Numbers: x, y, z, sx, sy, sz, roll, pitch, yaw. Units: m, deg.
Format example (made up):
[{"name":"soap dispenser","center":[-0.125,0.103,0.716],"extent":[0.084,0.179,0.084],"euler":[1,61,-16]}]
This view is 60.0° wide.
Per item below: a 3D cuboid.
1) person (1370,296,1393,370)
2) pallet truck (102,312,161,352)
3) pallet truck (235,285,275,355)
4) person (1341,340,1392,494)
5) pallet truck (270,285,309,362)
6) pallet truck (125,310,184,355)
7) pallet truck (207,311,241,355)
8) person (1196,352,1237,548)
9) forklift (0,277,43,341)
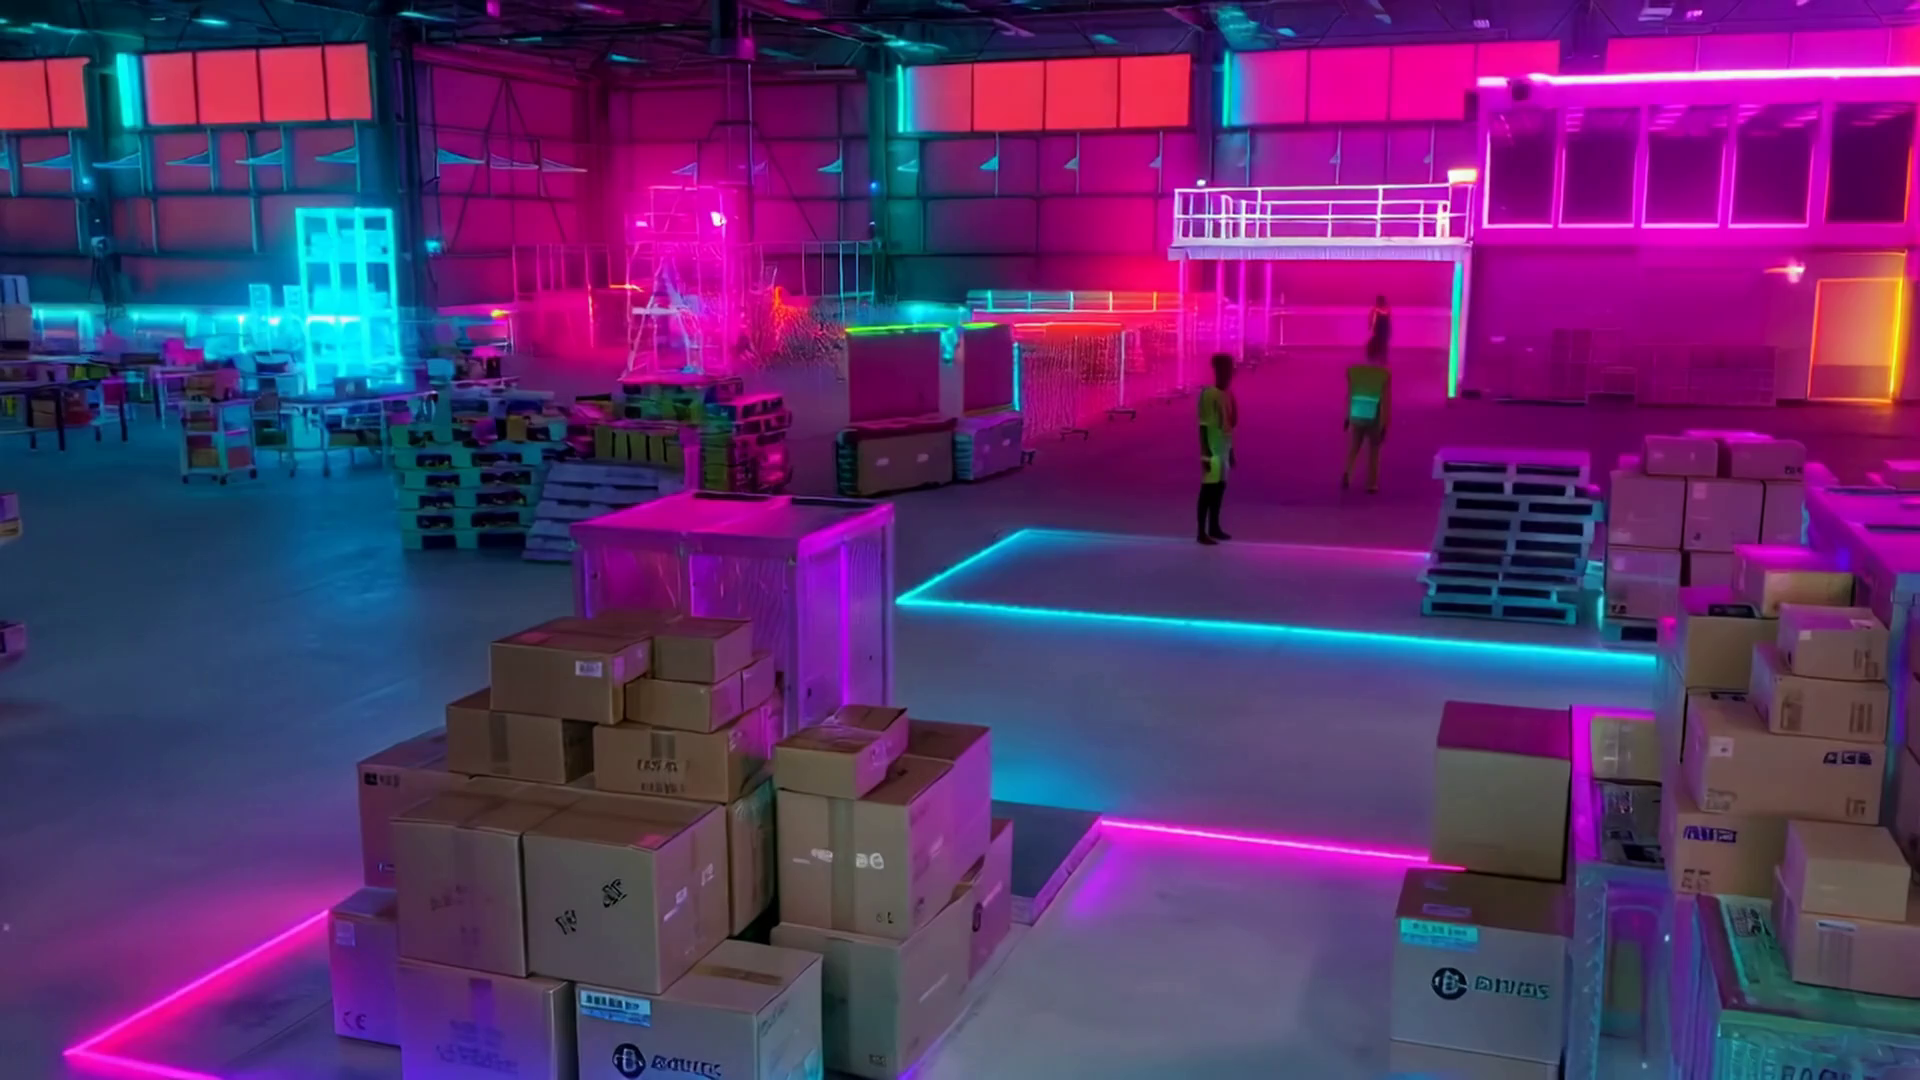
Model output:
[{"name":"person","center":[10.219,-5.016,40.335],"extent":[0.558,1.809,0.450],"euler":[1,10,6]},{"name":"pallet truck","center":[-23.057,-5.777,46.261],"extent":[0.680,1.201,1.601],"euler":[3,11,19]},{"name":"pallet truck","center":[-18.327,-5.835,44.421],"extent":[0.823,1.965,1.885],"euler":[4,11,23]},{"name":"person","center":[4.911,-1.474,20.147],"extent":[0.607,1.897,0.600],"euler":[7,12,36]},{"name":"pallet truck","center":[-17.147,-5.700,43.663],"extent":[0.823,1.965,1.885],"euler":[3,11,17]},{"name":"pallet truck","center":[-22.038,-5.665,45.457],"extent":[0.704,1.261,1.522],"euler":[3,11,17]},{"name":"pallet truck","center":[-19.537,-5.575,44.913],"extent":[0.653,1.274,1.630],"euler":[3,11,19]},{"name":"person","center":[2.606,-0.915,16.808],"extent":[0.368,1.961,0.612],"euler":[8,13,37]},{"name":"forklift","center":[-27.151,-6.329,46.328],"extent":[1.157,1.987,2.680],"euler":[3,11,17]}]
